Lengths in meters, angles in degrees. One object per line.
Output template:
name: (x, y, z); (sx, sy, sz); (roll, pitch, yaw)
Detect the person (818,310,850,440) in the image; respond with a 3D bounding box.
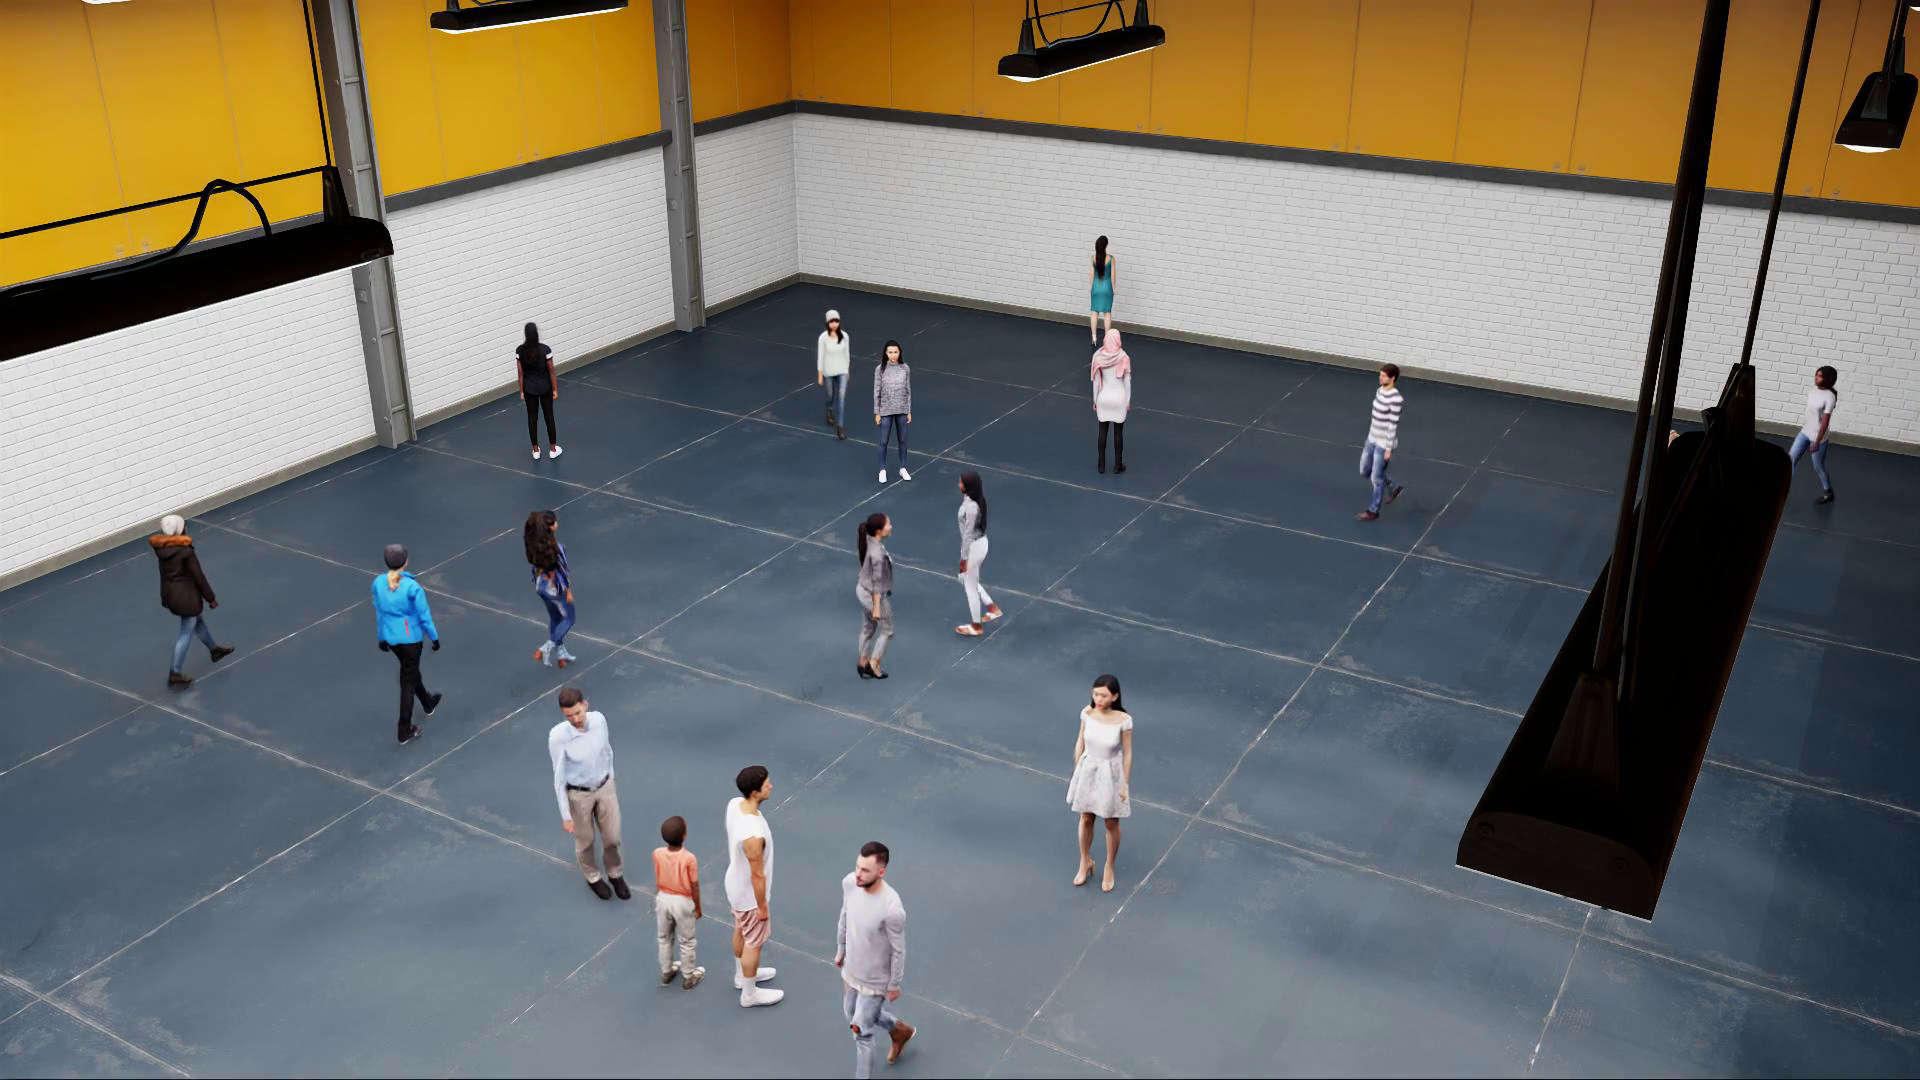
person: (-1.633, -2.164, 21.420); (1.064, 1.611, 1.126); (-6, 24, -13)

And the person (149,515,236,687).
person: (-7.130, 0.572, 15.183); (0.657, 1.594, 1.040); (11, 26, 24)

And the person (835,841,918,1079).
person: (-0.533, 2.608, 10.236); (1.081, 1.826, 0.899); (-19, 30, -37)

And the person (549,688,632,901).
person: (-2.701, 1.812, 12.076); (0.835, 1.811, 0.742); (19, 30, 37)

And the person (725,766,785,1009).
person: (-1.414, 2.285, 11.029); (0.763, 1.782, 0.722); (-9, 25, -20)

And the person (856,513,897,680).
person: (-0.874, 0.546, 15.160); (0.776, 1.661, 0.736); (-10, 25, -21)

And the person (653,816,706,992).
person: (-1.922, 2.454, 11.236); (0.513, 1.308, 0.522); (7, 25, 15)

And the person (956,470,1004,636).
person: (0.220, 0.133, 16.043); (0.821, 1.709, 0.751); (2, 24, 5)

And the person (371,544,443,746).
person: (-4.787, 0.917, 14.176); (0.755, 1.768, 1.037); (8, 25, 17)

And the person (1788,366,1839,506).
person: (9.827, -1.143, 19.002); (1.120, 1.678, 1.107); (-4, 24, -9)

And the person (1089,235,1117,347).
person: (2.128, -3.738, 24.929); (0.602, 1.686, 0.572); (6, 24, 13)

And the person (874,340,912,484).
person: (-0.797, -1.554, 19.874); (0.677, 1.733, 0.736); (-6, 24, -14)

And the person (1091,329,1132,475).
person: (1.832, -1.676, 20.065); (0.700, 1.804, 0.694); (5, 24, 12)

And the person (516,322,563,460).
person: (-5.222, -1.858, 20.575); (0.714, 1.728, 0.741); (-1, 24, -3)

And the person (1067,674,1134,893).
person: (1.044, 1.777, 12.202); (0.663, 1.774, 0.651); (10, 26, 22)

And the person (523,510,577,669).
person: (-3.797, 0.493, 15.347); (0.648, 1.608, 0.753); (16, 28, 32)

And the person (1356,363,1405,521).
person: (4.828, -1.103, 18.711); (0.996, 1.837, 0.936); (-6, 24, -14)
